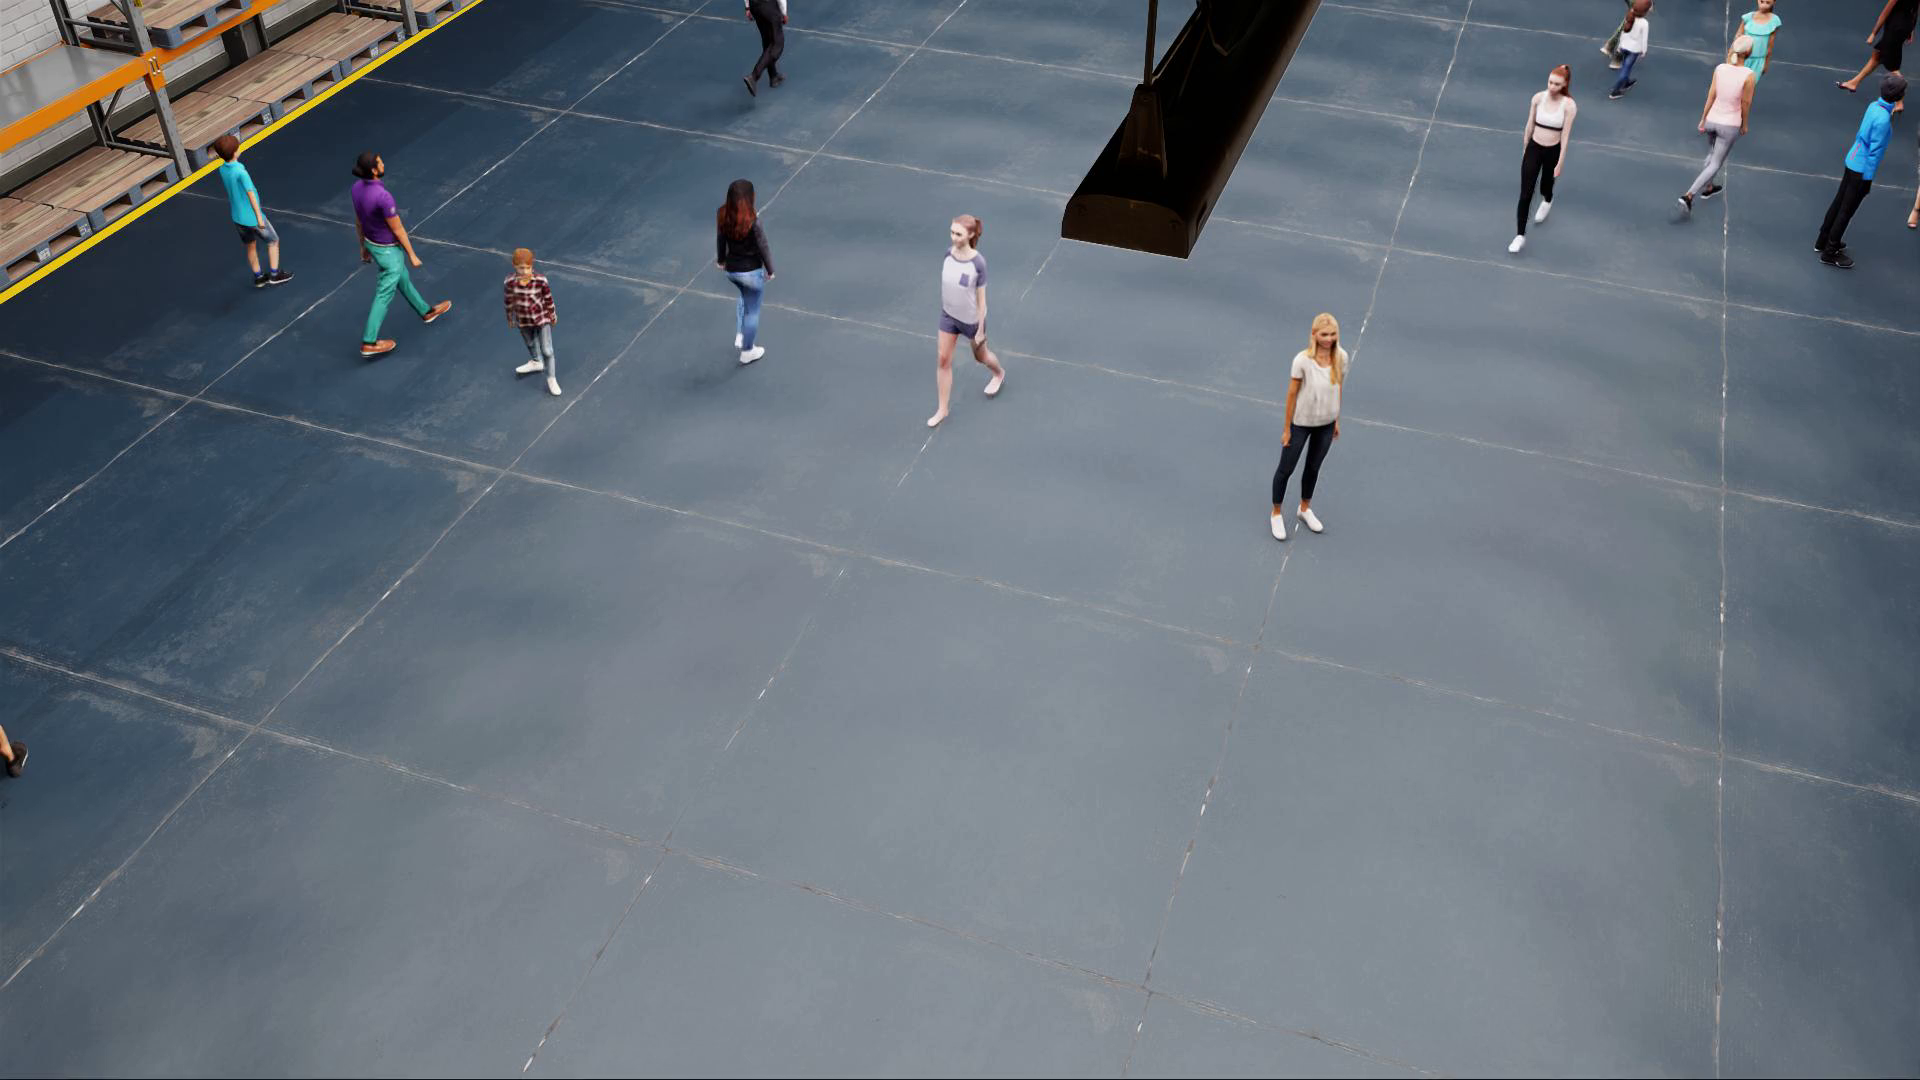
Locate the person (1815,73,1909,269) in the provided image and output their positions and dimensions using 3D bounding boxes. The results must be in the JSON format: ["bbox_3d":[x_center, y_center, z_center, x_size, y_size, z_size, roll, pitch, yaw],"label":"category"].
[{"bbox_3d":[8.182,-3.384,15.138,0.699,1.792,0.519,7,39,9],"label":"person"}]

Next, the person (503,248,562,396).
[{"bbox_3d":[-3.506,-1.844,13.619,0.718,1.281,0.795,3,39,4],"label":"person"}]

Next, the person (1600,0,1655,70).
[{"bbox_3d":[7.506,-6.079,18.631,0.764,1.644,0.714,-4,39,-5],"label":"person"}]

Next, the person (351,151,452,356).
[{"bbox_3d":[-4.885,-2.360,13.916,0.947,1.717,1.289,30,47,32],"label":"person"}]

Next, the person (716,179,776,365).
[{"bbox_3d":[-1.833,-2.198,13.789,0.723,1.623,0.694,23,44,26],"label":"person"}]

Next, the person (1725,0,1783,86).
[{"bbox_3d":[8.281,-5.032,17.422,0.714,1.517,1.062,22,43,25],"label":"person"}]

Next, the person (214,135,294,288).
[{"bbox_3d":[-6.390,-2.893,14.803,0.585,1.444,0.592,20,43,23],"label":"person"}]

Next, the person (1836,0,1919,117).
[{"bbox_3d":[9.983,-5.309,17.641,1.102,1.678,1.116,-18,42,-21],"label":"person"}]

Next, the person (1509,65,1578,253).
[{"bbox_3d":[5.459,-3.579,15.451,0.792,1.706,1.216,23,44,26],"label":"person"}]

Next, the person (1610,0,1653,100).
[{"bbox_3d":[7.307,-5.381,18.196,0.742,1.096,0.676,-18,42,-21],"label":"person"}]

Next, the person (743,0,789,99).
[{"bbox_3d":[-2.157,-5.683,18.003,0.770,1.810,1.147,19,42,22],"label":"person"}]

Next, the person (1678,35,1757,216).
[{"bbox_3d":[7.252,-3.942,15.913,1.159,1.697,0.961,-24,45,-27],"label":"person"}]

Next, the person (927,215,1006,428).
[{"bbox_3d":[0.098,-1.779,13.180,0.815,1.728,1.170,25,45,28],"label":"person"}]

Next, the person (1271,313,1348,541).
[{"bbox_3d":[2.503,-0.829,11.926,0.670,1.809,0.697,-11,40,-13],"label":"person"}]
